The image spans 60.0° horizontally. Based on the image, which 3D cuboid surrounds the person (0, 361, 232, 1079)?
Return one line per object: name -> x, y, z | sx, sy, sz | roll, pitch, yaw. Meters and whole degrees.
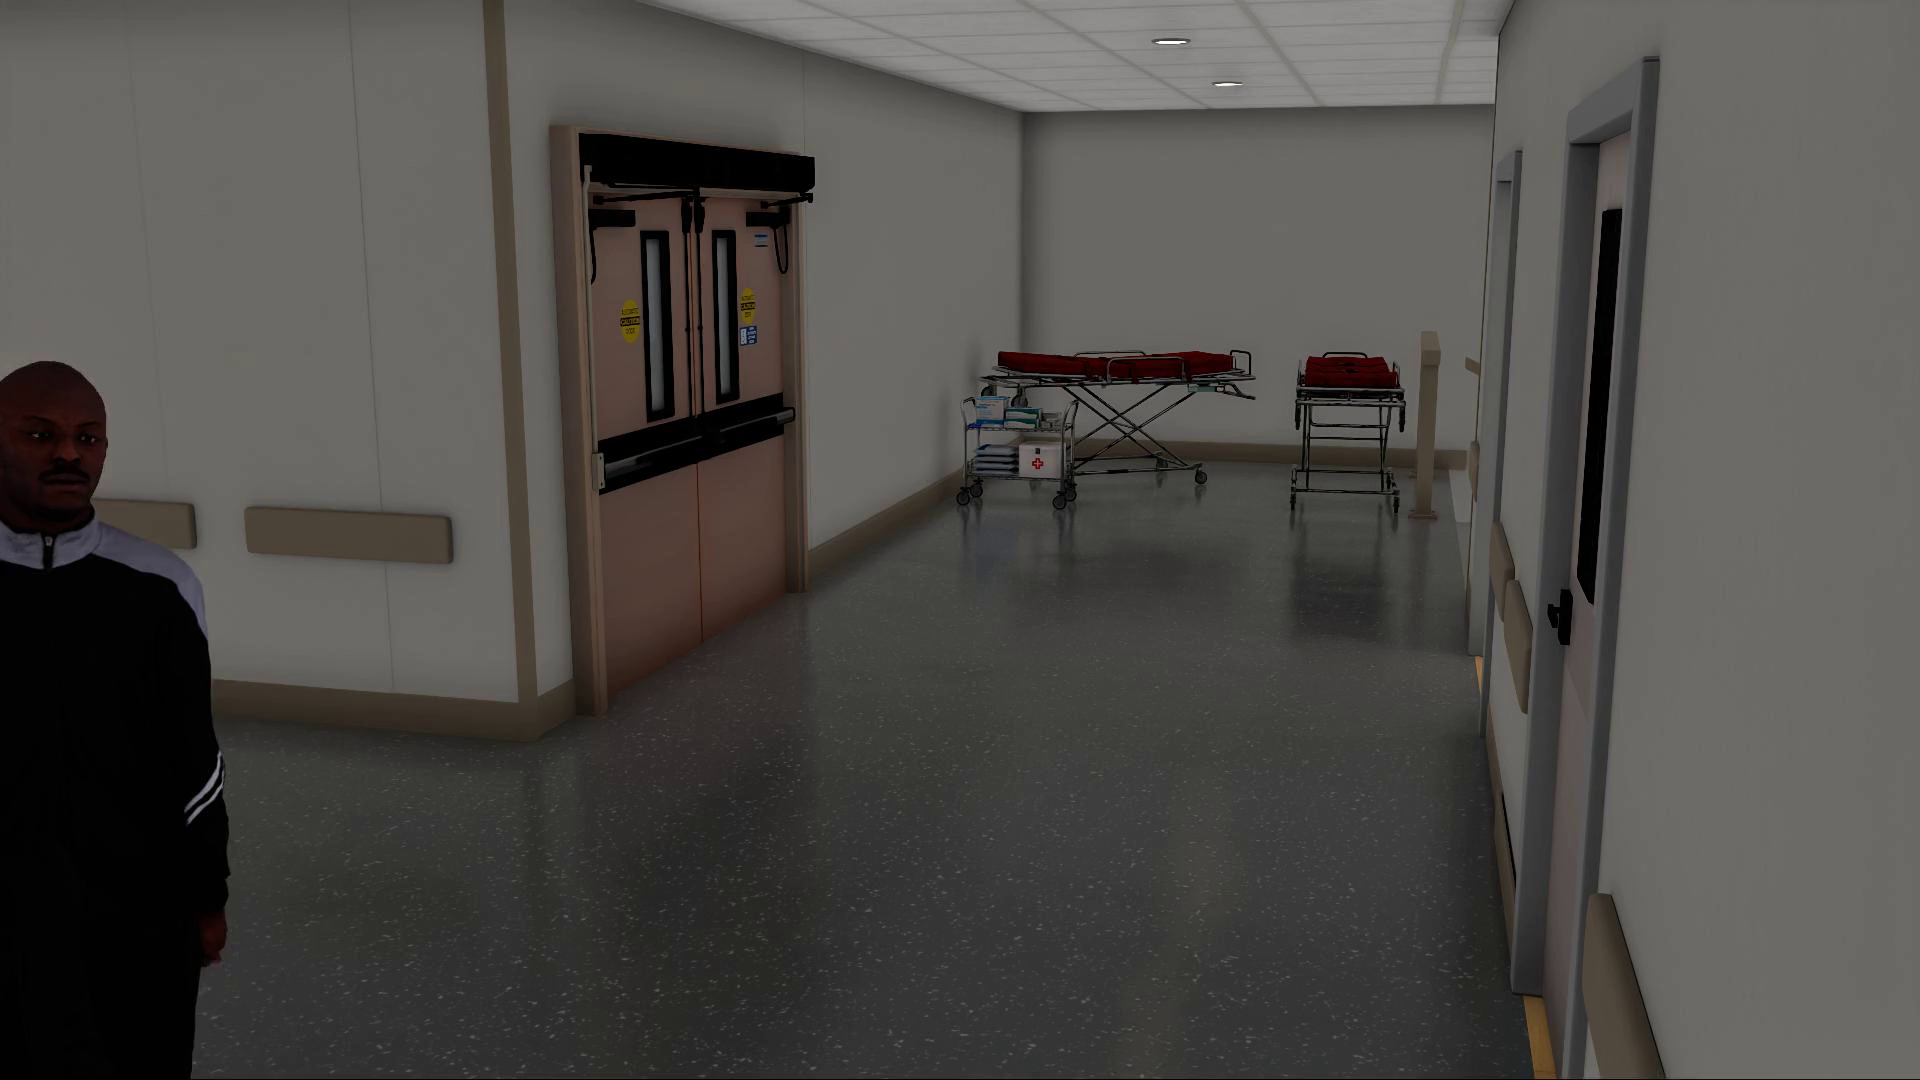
person -> -1.550, 0.598, 2.865 | 1.006, 1.810, 1.069 | -5, 12, -26
